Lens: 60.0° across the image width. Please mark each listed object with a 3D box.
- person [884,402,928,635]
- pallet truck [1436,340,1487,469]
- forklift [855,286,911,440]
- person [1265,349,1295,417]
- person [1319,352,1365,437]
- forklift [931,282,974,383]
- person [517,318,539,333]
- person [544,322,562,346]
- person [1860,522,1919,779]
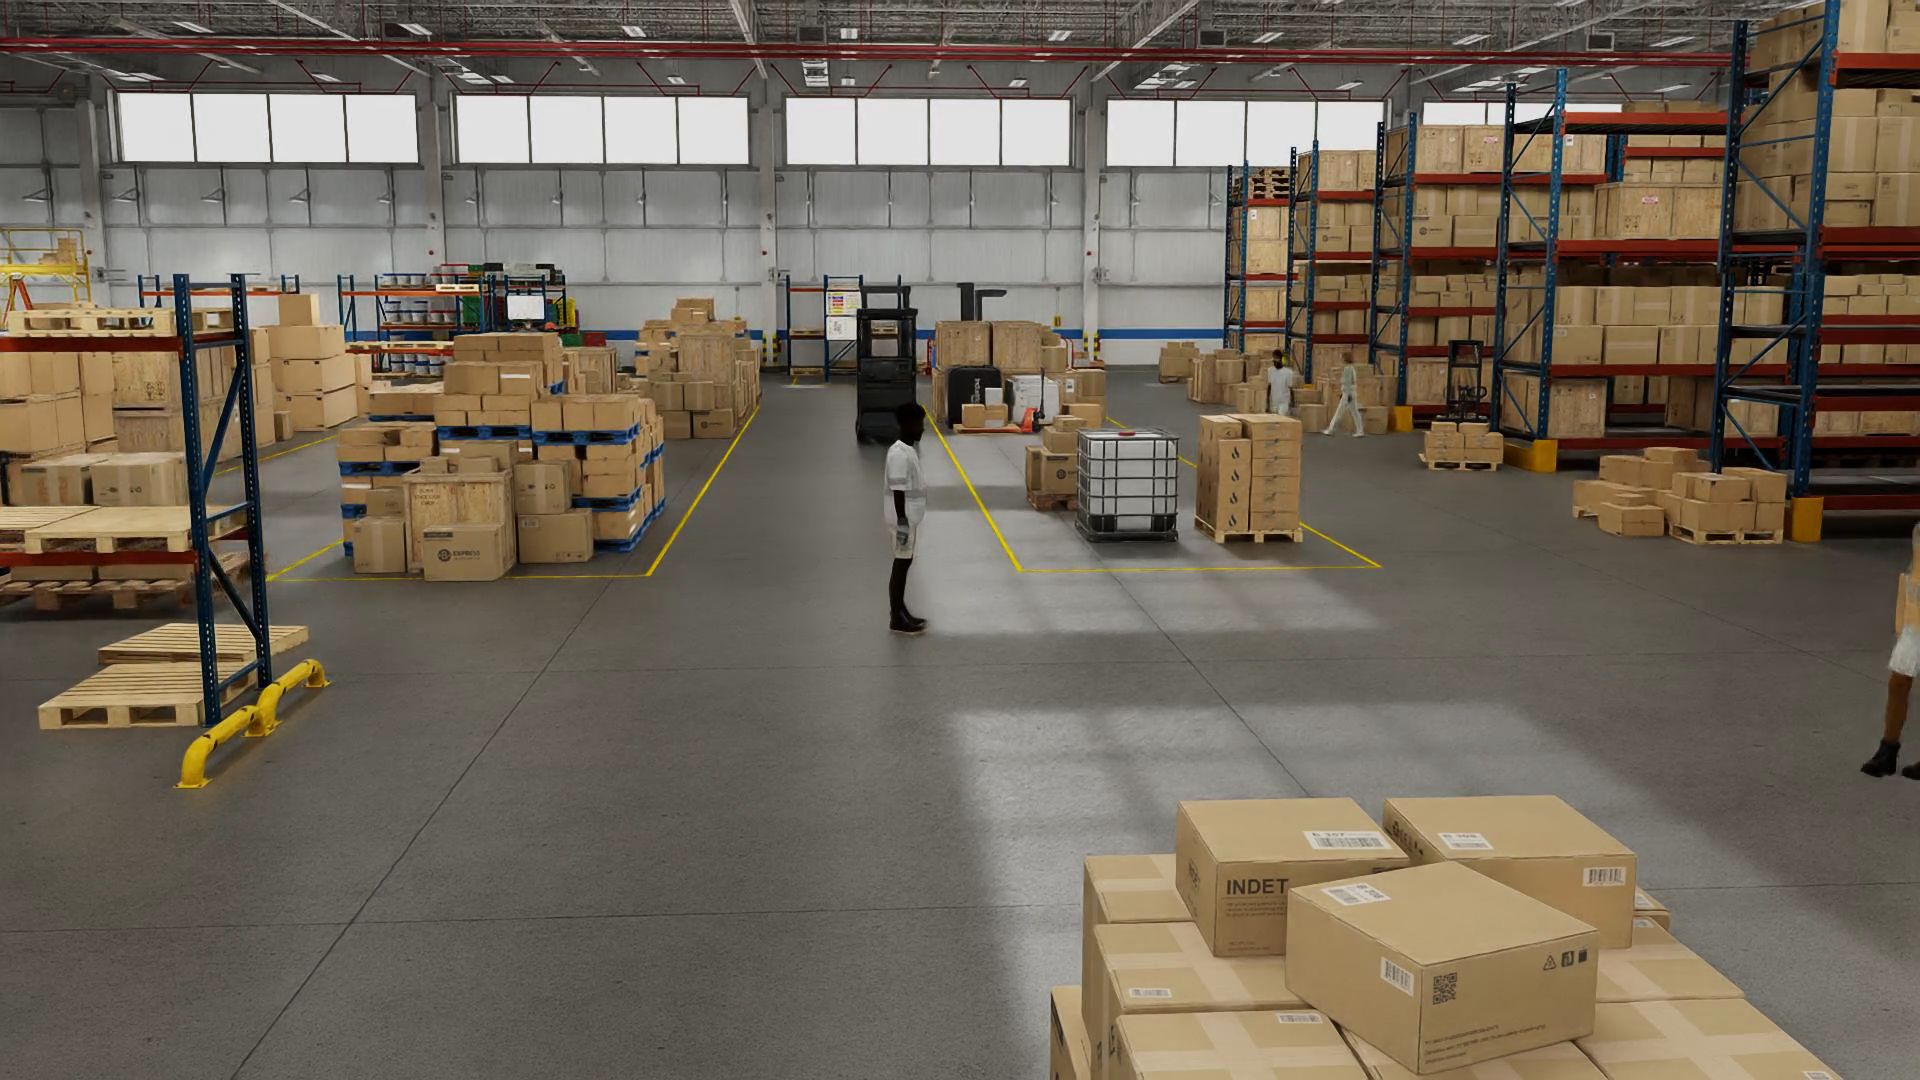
[{"bbox_3d":[-0.453,-0.189,14.084,0.367,1.962,0.613,1,9,5],"label":"person"},{"bbox_3d":[8.004,-2.170,26.422,0.823,1.965,1.885,2,9,14],"label":"pallet truck"},{"bbox_3d":[-1.380,-3.316,30.852,1.129,2.768,1.873,-1,9,-5],"label":"forklift"},{"bbox_3d":[5.301,-2.234,27.322,0.590,1.841,0.541,-7,11,-38],"label":"person"},{"bbox_3d":[7.187,-2.706,31.047,0.858,1.591,0.532,4,10,22],"label":"person"},{"bbox_3d":[0.171,-5.571,45.011,1.873,2.768,1.129,-1,9,-4],"label":"forklift"},{"bbox_3d":[-11.326,-4.863,43.677,0.657,1.879,1.042,-2,9,-13],"label":"person"},{"bbox_3d":[-9.687,-4.196,39.379,0.546,1.929,0.387,-8,12,-40],"label":"person"},{"bbox_3d":[5.721,0.537,9.789,0.654,1.873,0.630,-4,10,-21],"label":"person"}]
